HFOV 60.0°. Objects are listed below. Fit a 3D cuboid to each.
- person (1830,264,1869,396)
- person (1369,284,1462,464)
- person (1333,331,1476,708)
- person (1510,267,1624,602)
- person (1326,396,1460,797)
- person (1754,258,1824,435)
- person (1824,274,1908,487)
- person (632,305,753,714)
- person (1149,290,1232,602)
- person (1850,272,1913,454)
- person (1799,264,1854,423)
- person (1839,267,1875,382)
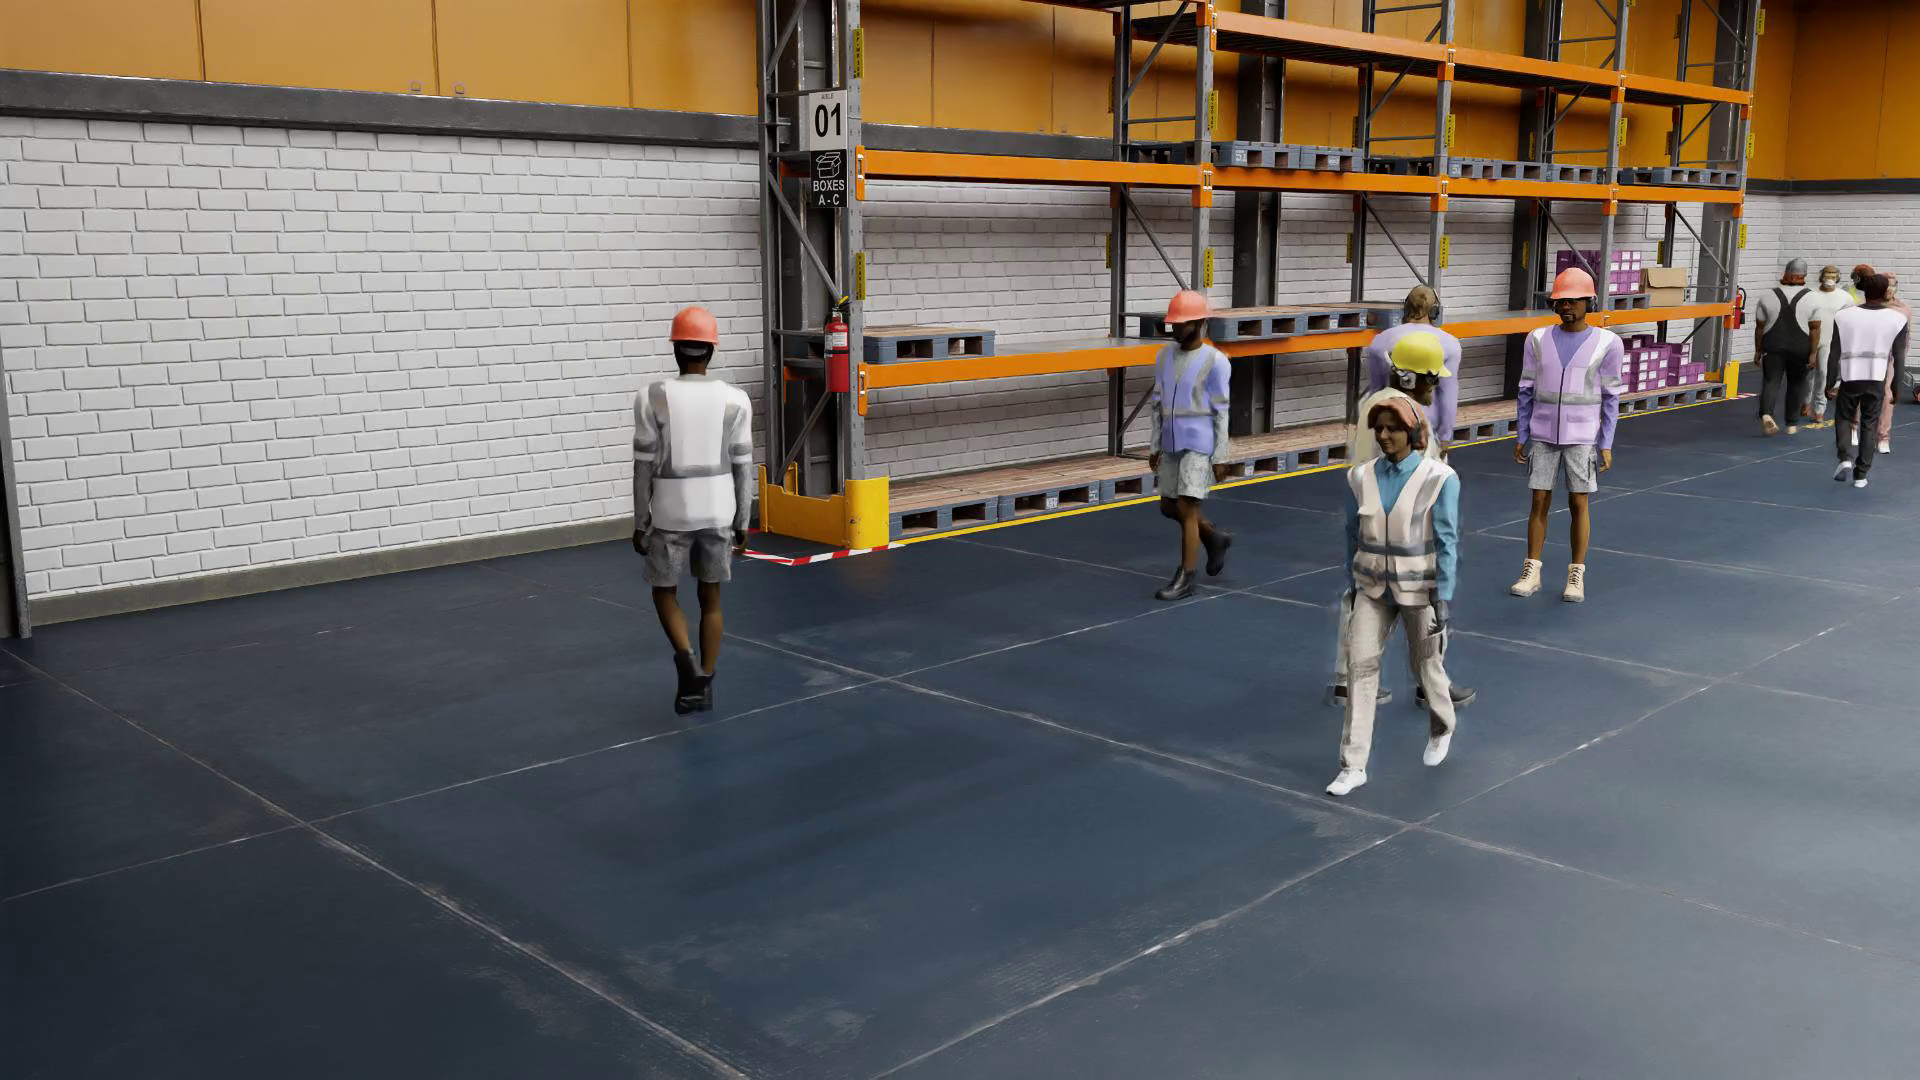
[{"bbox_3d":[12.600,-2.953,23.389,0.769,1.851,0.633,-7,13,-34],"label":"person"},{"bbox_3d":[3.002,-0.727,11.034,0.630,1.916,0.533,6,12,29],"label":"person"},{"bbox_3d":[2.147,-0.080,7.842,0.790,1.790,0.627,-1,10,-5],"label":"person"},{"bbox_3d":[3.711,-0.639,10.215,0.605,2.045,0.379,7,12,33],"label":"person"},{"bbox_3d":[1.823,0.202,6.812,0.513,1.608,0.805,8,13,38],"label":"person"},{"bbox_3d":[9.253,-2.179,18.628,0.685,2.000,0.897,7,12,33],"label":"person"},{"bbox_3d":[8.085,-1.421,14.867,0.627,1.900,0.458,5,12,27],"label":"person"},{"bbox_3d":[-1.225,-0.116,7.688,0.568,1.924,0.595,-4,11,-19],"label":"person"},{"bbox_3d":[1.469,-0.598,10.344,0.692,1.914,0.544,-9,14,-40],"label":"person"},{"bbox_3d":[9.599,-1.872,17.459,0.638,1.868,0.998,3,11,15],"label":"person"},{"bbox_3d":[10.471,-2.398,20.230,0.643,1.900,0.951,5,12,27],"label":"person"},{"bbox_3d":[11.907,-2.699,22.049,0.652,1.823,0.451,3,11,17],"label":"person"}]
